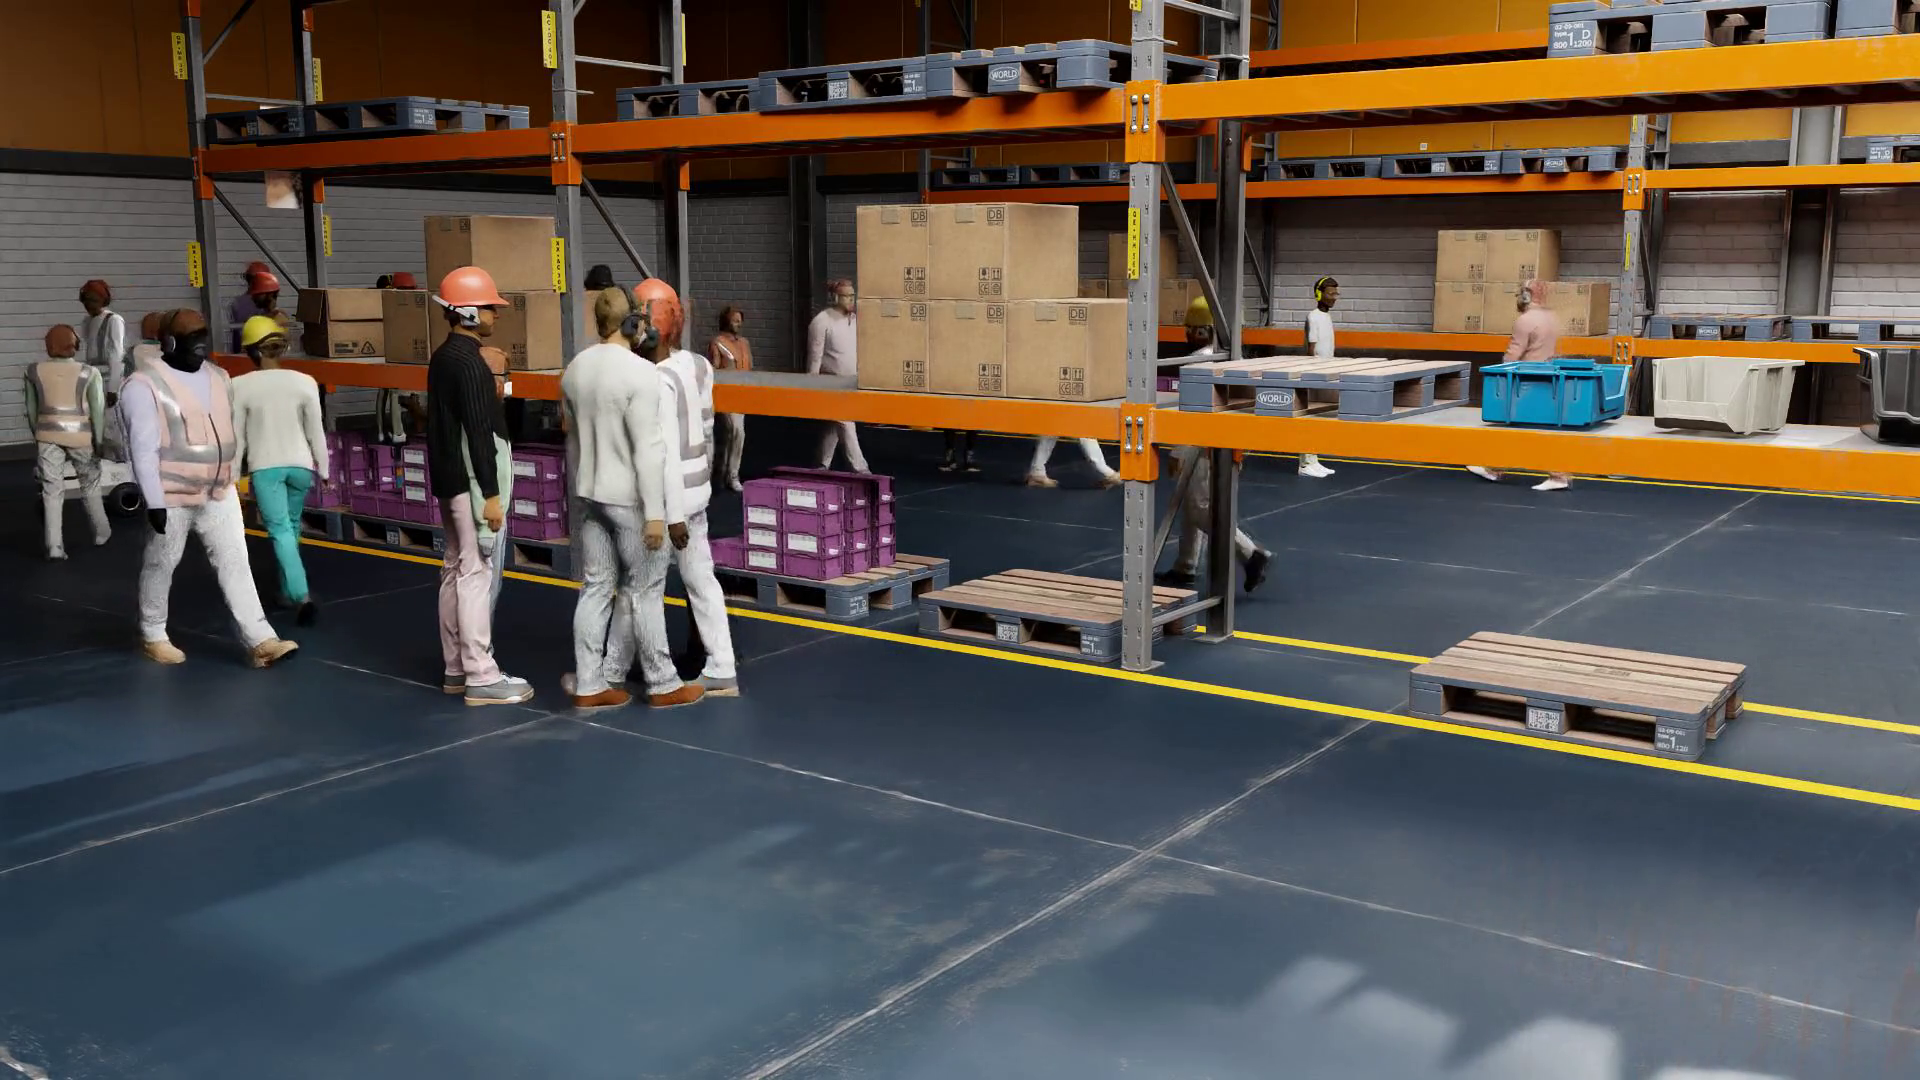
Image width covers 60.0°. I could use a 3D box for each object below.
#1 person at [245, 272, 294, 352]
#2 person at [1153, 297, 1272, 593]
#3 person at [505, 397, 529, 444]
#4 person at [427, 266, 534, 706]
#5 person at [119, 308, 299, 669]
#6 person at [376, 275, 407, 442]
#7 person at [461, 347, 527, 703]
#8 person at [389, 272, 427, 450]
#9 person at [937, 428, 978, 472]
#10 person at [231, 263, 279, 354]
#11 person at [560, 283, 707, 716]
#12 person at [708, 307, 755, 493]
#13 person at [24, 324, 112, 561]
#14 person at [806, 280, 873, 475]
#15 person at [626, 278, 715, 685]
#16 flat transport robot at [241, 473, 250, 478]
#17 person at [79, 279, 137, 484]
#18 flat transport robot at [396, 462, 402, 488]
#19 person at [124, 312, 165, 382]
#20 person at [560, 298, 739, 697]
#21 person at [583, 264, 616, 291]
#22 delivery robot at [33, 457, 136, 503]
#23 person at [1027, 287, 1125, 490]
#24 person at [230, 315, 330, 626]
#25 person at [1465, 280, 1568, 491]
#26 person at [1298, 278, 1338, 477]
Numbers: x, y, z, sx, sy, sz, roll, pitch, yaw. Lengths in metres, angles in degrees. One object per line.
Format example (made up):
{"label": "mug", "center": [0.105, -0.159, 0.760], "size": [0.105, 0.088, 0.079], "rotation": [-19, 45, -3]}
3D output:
{"label": "person", "center": [-6.198, -1.448, 15.019], "size": [0.393, 1.921, 0.566], "rotation": [-5, 11, -30]}
{"label": "person", "center": [1.551, -0.567, 10.117], "size": [0.760, 1.811, 0.604], "rotation": [6, 11, 31]}
{"label": "person", "center": [-4.892, -2.064, 18.522], "size": [0.635, 1.968, 0.739], "rotation": [3, 10, 15]}
{"label": "person", "center": [-2.235, -0.247, 7.641], "size": [0.388, 1.996, 0.612], "rotation": [-6, 11, -31]}
{"label": "person", "center": [-3.765, -0.236, 8.193], "size": [0.984, 1.785, 0.653], "rotation": [5, 11, 26]}
{"label": "person", "center": [-6.376, -2.019, 18.594], "size": [0.518, 1.865, 0.326], "rotation": [6, 11, 32]}
{"label": "person", "center": [-2.171, -0.071, 7.675], "size": [0.264, 1.631, 0.508], "rotation": [-2, 10, -9]}
{"label": "person", "center": [-5.746, -1.866, 17.537], "size": [0.646, 1.912, 0.579], "rotation": [4, 10, 23]}
{"label": "person", "center": [0.029, -1.611, 16.016], "size": [0.644, 1.927, 0.372], "rotation": [1, 10, 8]}
{"label": "person", "center": [-7.602, -2.035, 18.302], "size": [0.624, 1.990, 0.995], "rotation": [5, 11, 27]}
{"label": "person", "center": [-1.492, -0.172, 7.427], "size": [0.639, 1.937, 0.503], "rotation": [8, 12, 40]}
{"label": "person", "center": [-1.939, -1.222, 14.565], "size": [0.541, 1.623, 0.526], "rotation": [5, 11, 25]}
{"label": "person", "center": [-6.113, -0.675, 11.404], "size": [0.517, 1.589, 0.895], "rotation": [-2, 10, -14]}
{"label": "person", "center": [-1.000, -1.360, 14.685], "size": [0.984, 1.849, 0.671], "rotation": [7, 12, 37]}
{"label": "person", "center": [-1.435, -0.271, 7.963], "size": [0.542, 1.938, 0.357], "rotation": [-7, 12, -38]}
{"label": "flat transport robot", "center": [-6.083, -0.420, 13.802], "size": [1.431, 0.197, 0.652], "rotation": [-5, 11, -28]}
{"label": "person", "center": [-7.341, -1.310, 14.352], "size": [0.665, 1.869, 0.421], "rotation": [8, 12, 38]}
{"label": "flat transport robot", "center": [-4.902, -0.562, 14.645], "size": [1.431, 0.197, 0.652], "rotation": [-7, 12, -36]}
{"label": "person", "center": [-6.291, -0.988, 13.175], "size": [0.525, 1.618, 0.655], "rotation": [2, 10, 9]}
{"label": "person", "center": [-1.442, -0.170, 7.621], "size": [0.898, 1.842, 0.579], "rotation": [1, 10, 5]}
{"label": "person", "center": [-4.217, -2.185, 19.049], "size": [0.696, 2.000, 0.727], "rotation": [-5, 11, -27]}
{"label": "delivery robot", "center": [-6.872, -0.488, 13.080], "size": [0.707, 0.478, 0.477], "rotation": [-9, 13, -42]}
{"label": "person", "center": [1.032, -1.332, 14.726], "size": [0.971, 1.790, 0.623], "rotation": [2, 10, 10]}
{"label": "person", "center": [-3.807, -0.394, 9.351], "size": [0.884, 1.729, 0.540], "rotation": [9, 13, 43]}
{"label": "person", "center": [5.002, -1.370, 14.773], "size": [1.011, 1.852, 0.661], "rotation": [7, 12, 36]}
{"label": "person", "center": [3.392, -1.527, 15.659], "size": [0.323, 1.865, 0.518], "rotation": [5, 11, 28]}
